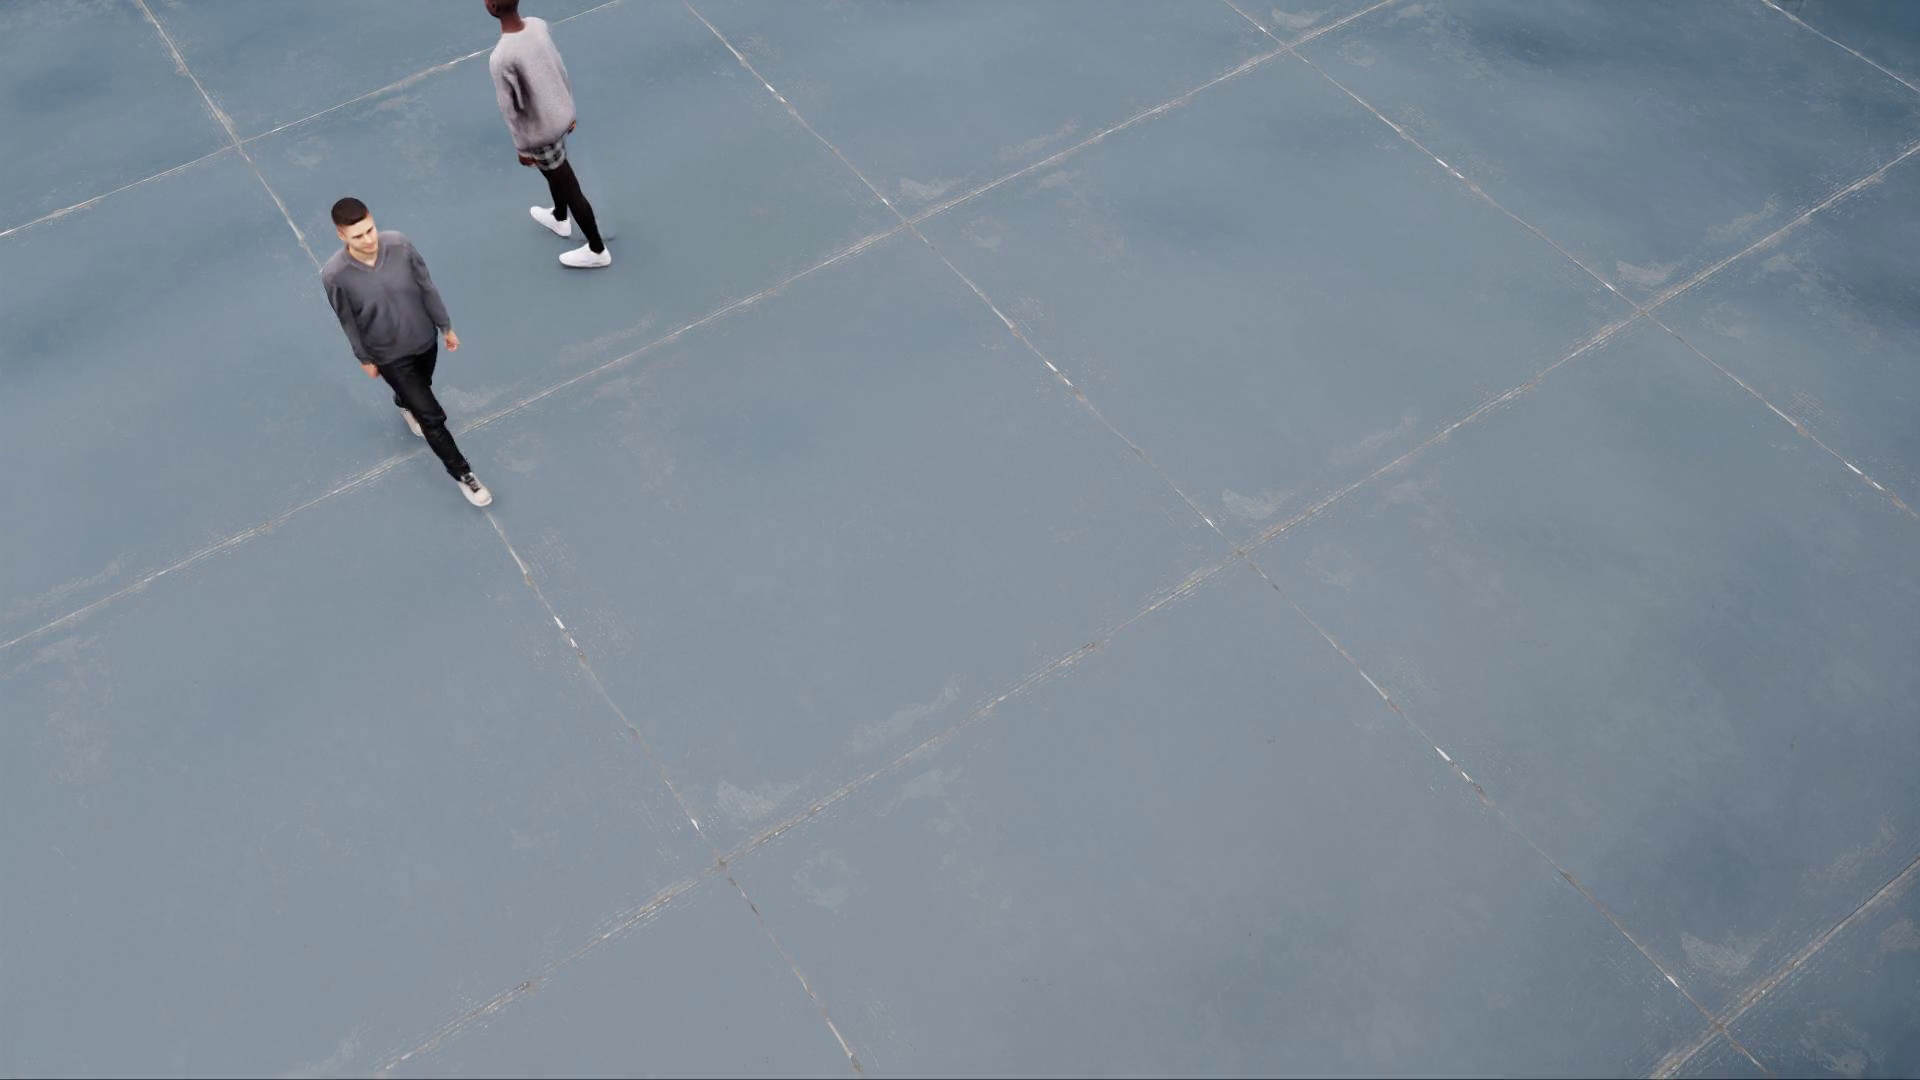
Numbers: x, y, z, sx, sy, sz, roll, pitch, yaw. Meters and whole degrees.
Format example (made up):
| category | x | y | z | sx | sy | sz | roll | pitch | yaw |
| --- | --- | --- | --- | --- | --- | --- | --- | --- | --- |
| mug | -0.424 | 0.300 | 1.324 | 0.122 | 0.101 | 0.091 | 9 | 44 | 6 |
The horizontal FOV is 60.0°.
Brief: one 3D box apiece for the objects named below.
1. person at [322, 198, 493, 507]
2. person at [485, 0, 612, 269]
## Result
| category | x | y | z | sx | sy | sz | roll | pitch | yaw |
| --- | --- | --- | --- | --- | --- | --- | --- | --- | --- |
| person | -2.752 | -1.004 | 8.097 | 1.185 | 1.728 | 0.773 | 37 | 61 | 25 |
| person | -2.180 | -2.219 | 9.028 | 0.964 | 1.743 | 0.865 | 14 | 54 | 11 |
